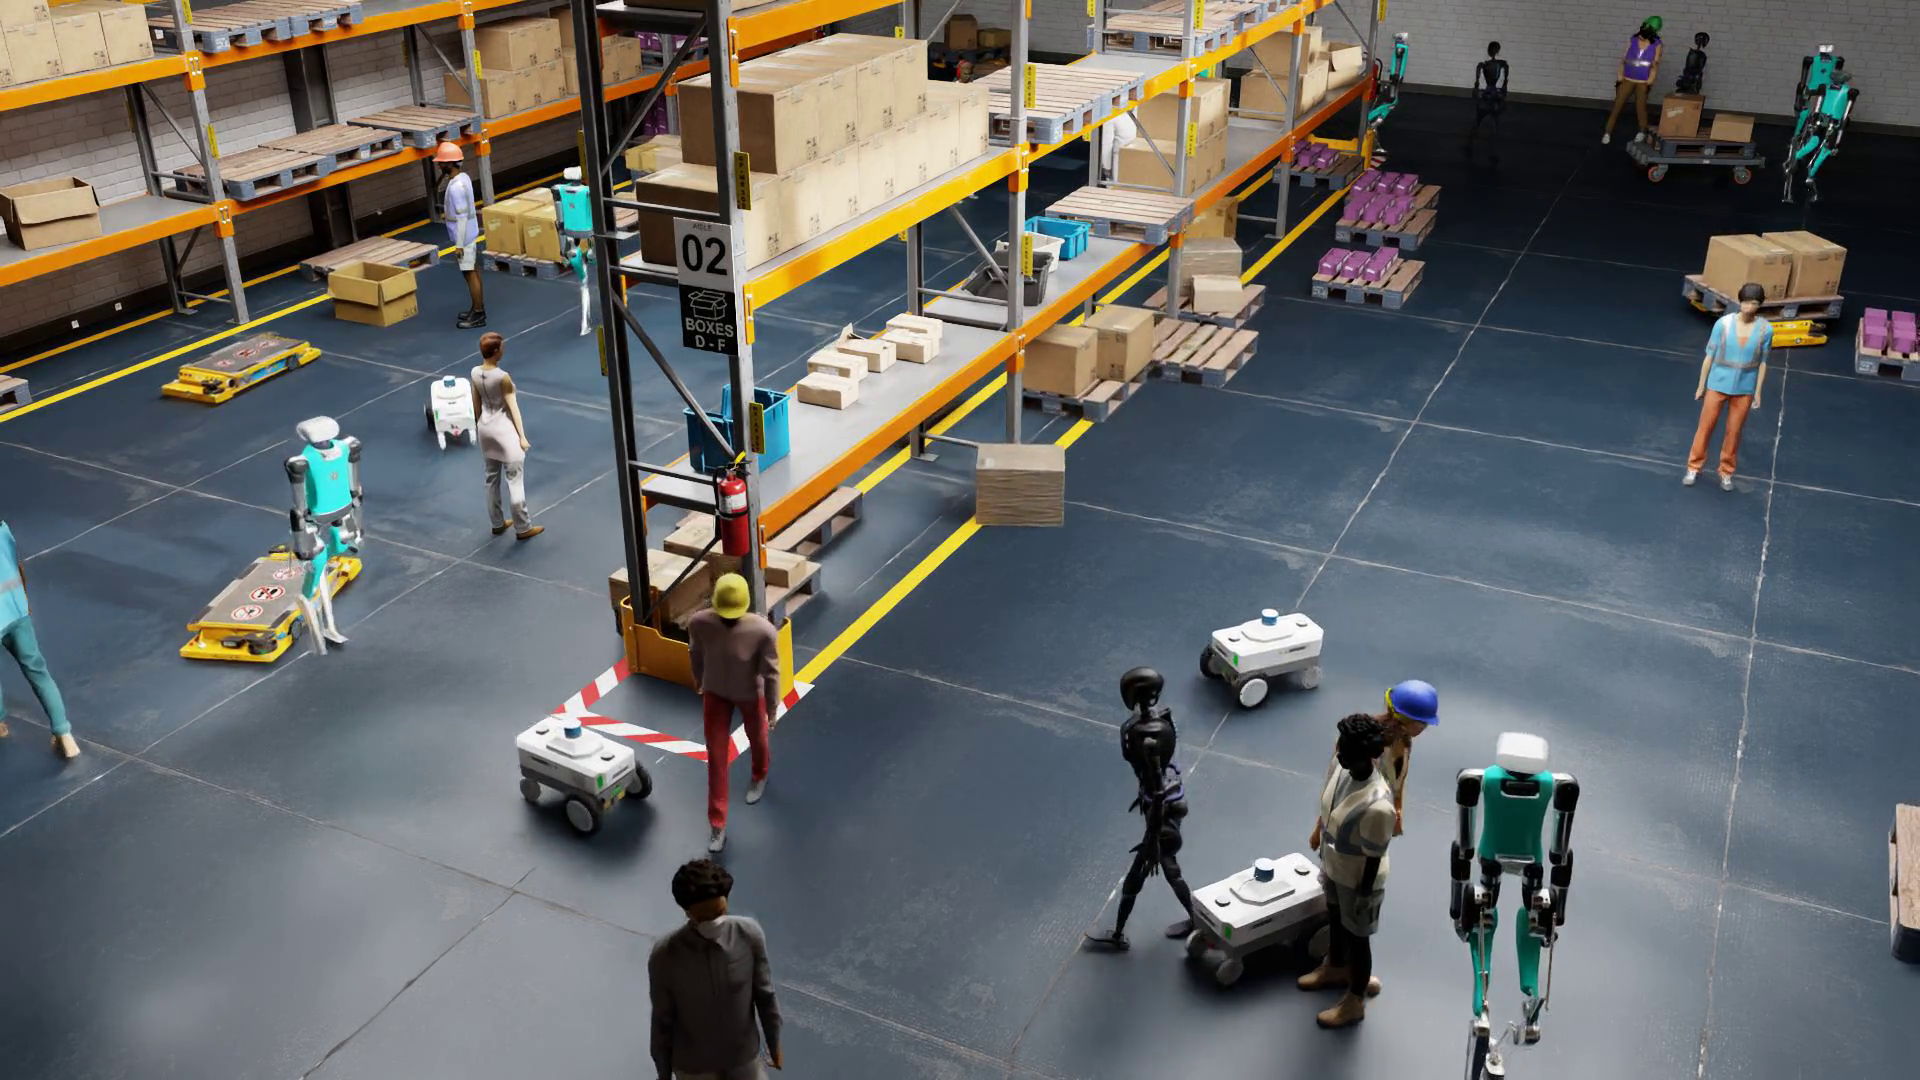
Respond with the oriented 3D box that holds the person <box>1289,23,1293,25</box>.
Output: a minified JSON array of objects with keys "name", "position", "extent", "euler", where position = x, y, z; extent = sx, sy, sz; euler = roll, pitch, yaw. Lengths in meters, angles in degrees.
[{"name":"person","position":[5.141,-7.533,26.215],"extent":[0.552,1.856,0.773],"euler":[-23,35,-39]}]

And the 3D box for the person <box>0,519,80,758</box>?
[{"name":"person","position":[-5.842,0.475,10.076],"extent":[0.948,1.824,0.518],"euler":[17,31,30]}]

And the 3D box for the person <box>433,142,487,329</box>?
[{"name":"person","position":[-5.185,-3.163,17.290],"extent":[0.354,1.938,0.542],"euler":[-4,27,-9]}]

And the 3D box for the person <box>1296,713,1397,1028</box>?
[{"name":"person","position":[1.876,1.572,8.001],"extent":[0.319,1.691,0.532],"euler":[-5,27,-11]}]

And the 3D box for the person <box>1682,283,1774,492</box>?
[{"name":"person","position":[6.310,-1.251,13.618],"extent":[0.505,1.763,0.306],"euler":[9,28,18]}]

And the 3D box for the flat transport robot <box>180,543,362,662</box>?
[{"name":"flat transport robot","position":[-4.904,0.438,11.893],"extent":[0.659,0.231,1.431],"euler":[3,26,6]}]

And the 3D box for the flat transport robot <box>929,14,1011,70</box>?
[{"name":"flat transport robot","position":[0.244,-8.690,30.331],"extent":[1.431,0.231,0.659],"euler":[21,33,36]}]

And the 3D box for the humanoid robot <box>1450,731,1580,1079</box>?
[{"name":"humanoid robot","position":[2.467,1.849,7.479],"extent":[0.560,1.853,0.879],"euler":[4,27,8]}]

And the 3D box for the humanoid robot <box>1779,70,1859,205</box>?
[{"name":"humanoid robot","position":[11.060,-5.158,21.592],"extent":[0.971,1.756,0.531],"euler":[-15,30,-27]}]

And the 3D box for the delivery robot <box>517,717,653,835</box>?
[{"name":"delivery robot","position":[-2.246,1.319,9.764],"extent":[0.747,0.570,0.499],"euler":[16,30,28]}]

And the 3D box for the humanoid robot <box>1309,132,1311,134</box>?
[{"name":"humanoid robot","position":[5.233,-6.732,24.795],"extent":[0.365,1.643,0.608],"euler":[2,26,3]}]

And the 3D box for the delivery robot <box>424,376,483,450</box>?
[{"name":"delivery robot","position":[-4.518,-1.169,14.830],"extent":[0.499,0.606,0.805],"euler":[-8,27,-16]}]

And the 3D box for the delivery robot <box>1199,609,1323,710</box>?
[{"name":"delivery robot","position":[1.991,0.754,10.954],"extent":[0.802,0.614,0.499],"euler":[-10,28,-20]}]

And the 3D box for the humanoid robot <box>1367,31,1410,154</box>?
[{"name":"humanoid robot","position":[6.154,-6.437,24.258],"extent":[0.693,1.904,0.561],"euler":[9,28,17]}]

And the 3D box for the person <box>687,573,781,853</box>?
[{"name":"person","position":[-1.269,0.895,9.354],"extent":[0.550,1.693,0.899],"euler":[2,26,3]}]

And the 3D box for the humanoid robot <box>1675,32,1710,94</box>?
[{"name":"humanoid robot","position":[10.924,-6.732,24.817],"extent":[0.737,1.617,0.594],"euler":[-2,26,-4]}]

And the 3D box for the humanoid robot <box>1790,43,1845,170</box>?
[{"name":"humanoid robot","position":[12.064,-6.162,23.588],"extent":[0.545,1.777,0.895],"euler":[5,27,11]}]

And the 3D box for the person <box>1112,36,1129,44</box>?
[{"name":"person","position":[2.550,-7.092,25.466],"extent":[0.563,1.714,0.632],"euler":[-22,34,-37]}]

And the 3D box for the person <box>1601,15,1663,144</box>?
[{"name":"person","position":[10.096,-6.886,24.877],"extent":[0.594,1.879,0.582],"euler":[14,29,26]}]

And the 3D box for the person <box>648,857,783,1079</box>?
[{"name":"person","position":[-1.007,2.052,6.825],"extent":[0.550,1.878,0.717],"euler":[-11,28,-20]}]

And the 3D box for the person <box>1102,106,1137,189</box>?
[{"name":"person","position":[2.005,-4.594,20.215],"extent":[0.650,1.905,0.406],"euler":[-19,32,-33]}]

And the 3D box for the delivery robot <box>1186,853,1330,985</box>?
[{"name":"delivery robot","position":[1.567,1.913,8.598],"extent":[0.797,0.599,0.499],"euler":[-14,30,-26]}]

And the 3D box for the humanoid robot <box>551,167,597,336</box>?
[{"name":"humanoid robot","position":[-3.798,-3.080,17.381],"extent":[0.547,1.791,0.910],"euler":[7,27,14]}]

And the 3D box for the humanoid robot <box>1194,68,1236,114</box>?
[{"name":"humanoid robot","position":[3.735,-6.334,23.950],"extent":[0.995,1.717,0.554],"euler":[-23,35,-39]}]

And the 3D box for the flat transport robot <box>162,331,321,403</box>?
[{"name":"flat transport robot","position":[-6.980,-1.689,16.190],"extent":[0.659,0.231,1.431],"euler":[10,28,19]}]

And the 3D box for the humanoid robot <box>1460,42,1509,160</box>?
[{"name":"humanoid robot","position":[7.669,-6.390,24.130],"extent":[0.589,1.622,0.752],"euler":[-8,28,-16]}]

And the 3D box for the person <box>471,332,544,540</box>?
[{"name":"person","position":[-3.532,-0.802,12.830],"extent":[0.451,1.657,0.284],"euler":[13,29,25]}]

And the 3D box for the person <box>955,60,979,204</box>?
[{"name":"person","position":[0.023,-5.374,21.865],"extent":[0.390,1.837,0.562],"euler":[23,34,38]}]

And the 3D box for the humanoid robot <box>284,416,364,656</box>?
[{"name":"humanoid robot","position":[-4.342,0.003,11.217],"extent":[0.785,1.854,0.532],"euler":[17,31,31]}]

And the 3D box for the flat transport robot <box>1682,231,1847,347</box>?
[{"name":"flat transport robot","position":[8.417,-2.364,17.554],"extent":[0.659,0.231,1.431],"euler":[-5,27,-9]}]

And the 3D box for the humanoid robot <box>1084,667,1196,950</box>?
[{"name":"humanoid robot","position":[0.993,1.379,8.429],"extent":[0.694,1.630,0.602],"euler":[0,26,0]}]

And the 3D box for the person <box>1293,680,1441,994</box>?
[{"name":"person","position":[1.997,1.429,8.244],"extent":[0.681,1.717,0.497],"euler":[19,32,33]}]
